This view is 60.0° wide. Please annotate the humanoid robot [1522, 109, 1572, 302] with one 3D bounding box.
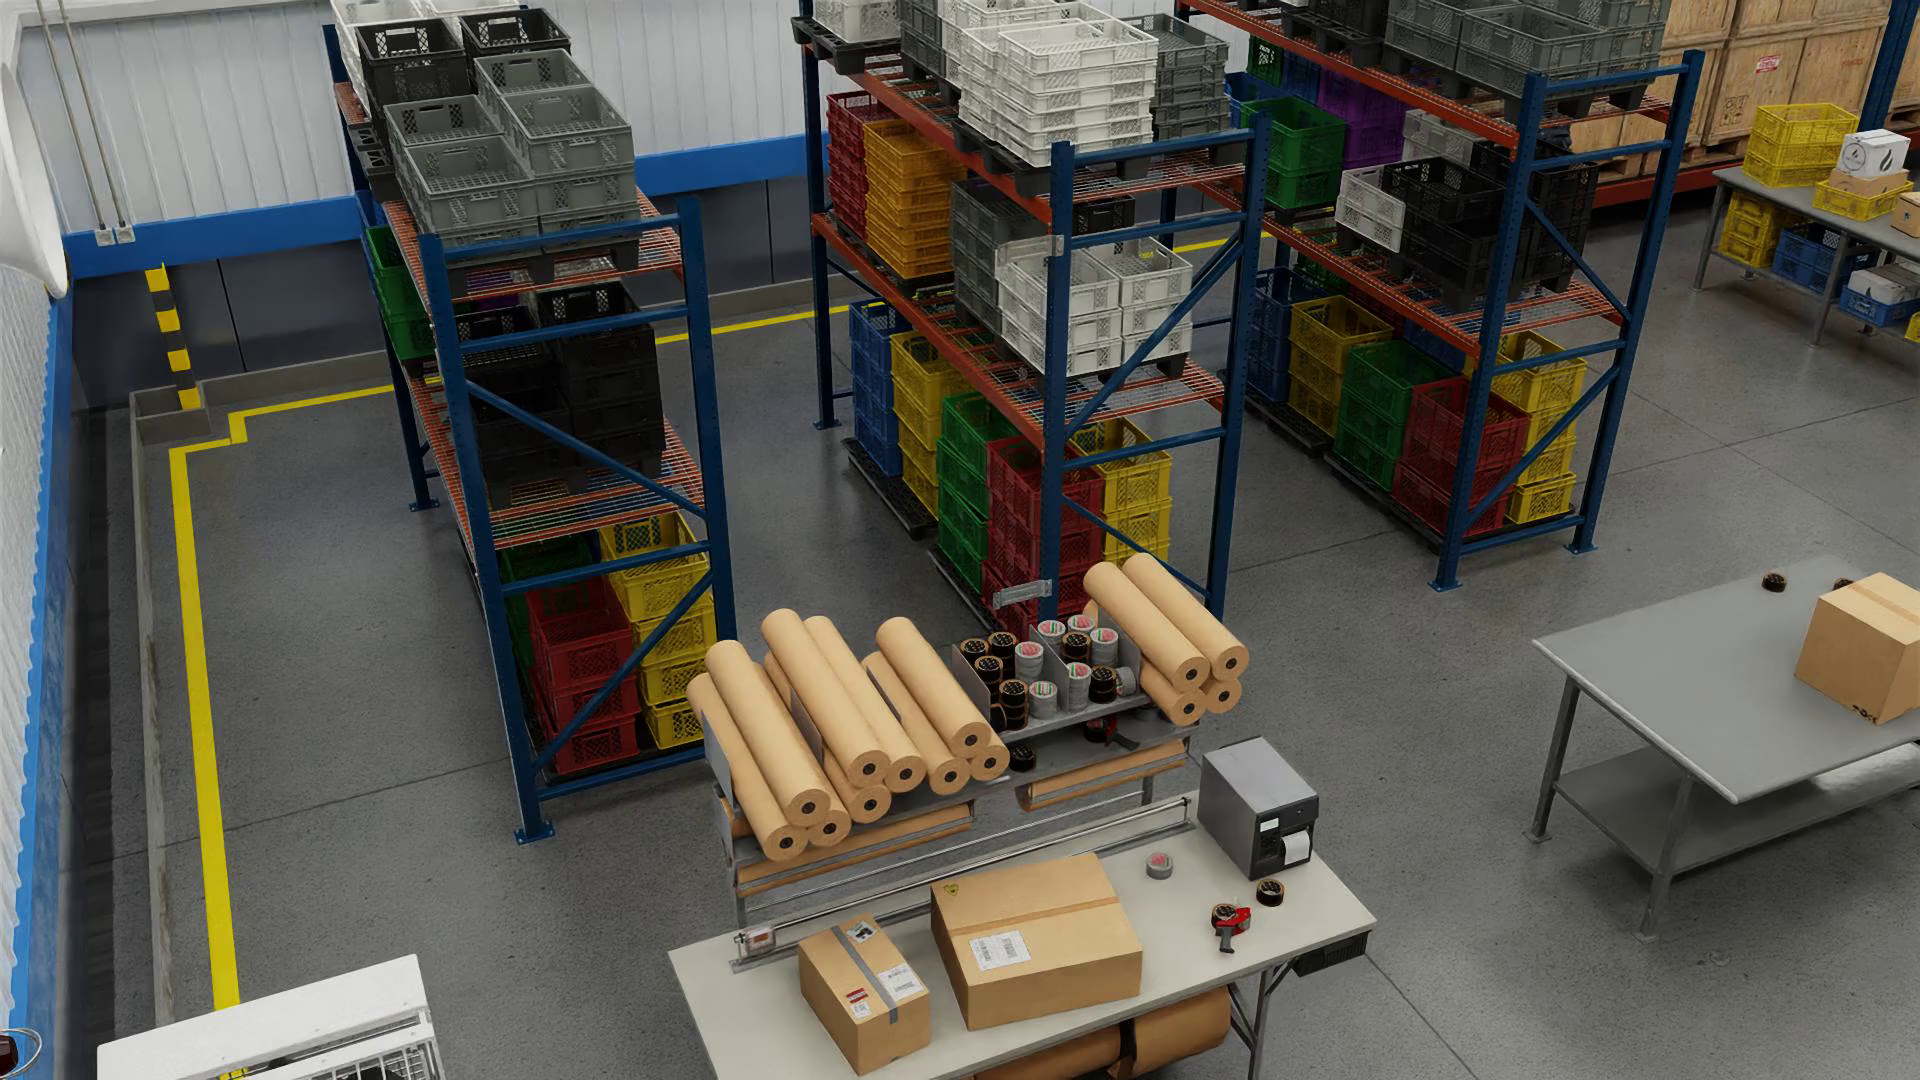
[{"bbox_3d":[4.502,-2.647,12.910,0.326,1.660,0.591,-8,33,-13],"label":"humanoid robot"}]
